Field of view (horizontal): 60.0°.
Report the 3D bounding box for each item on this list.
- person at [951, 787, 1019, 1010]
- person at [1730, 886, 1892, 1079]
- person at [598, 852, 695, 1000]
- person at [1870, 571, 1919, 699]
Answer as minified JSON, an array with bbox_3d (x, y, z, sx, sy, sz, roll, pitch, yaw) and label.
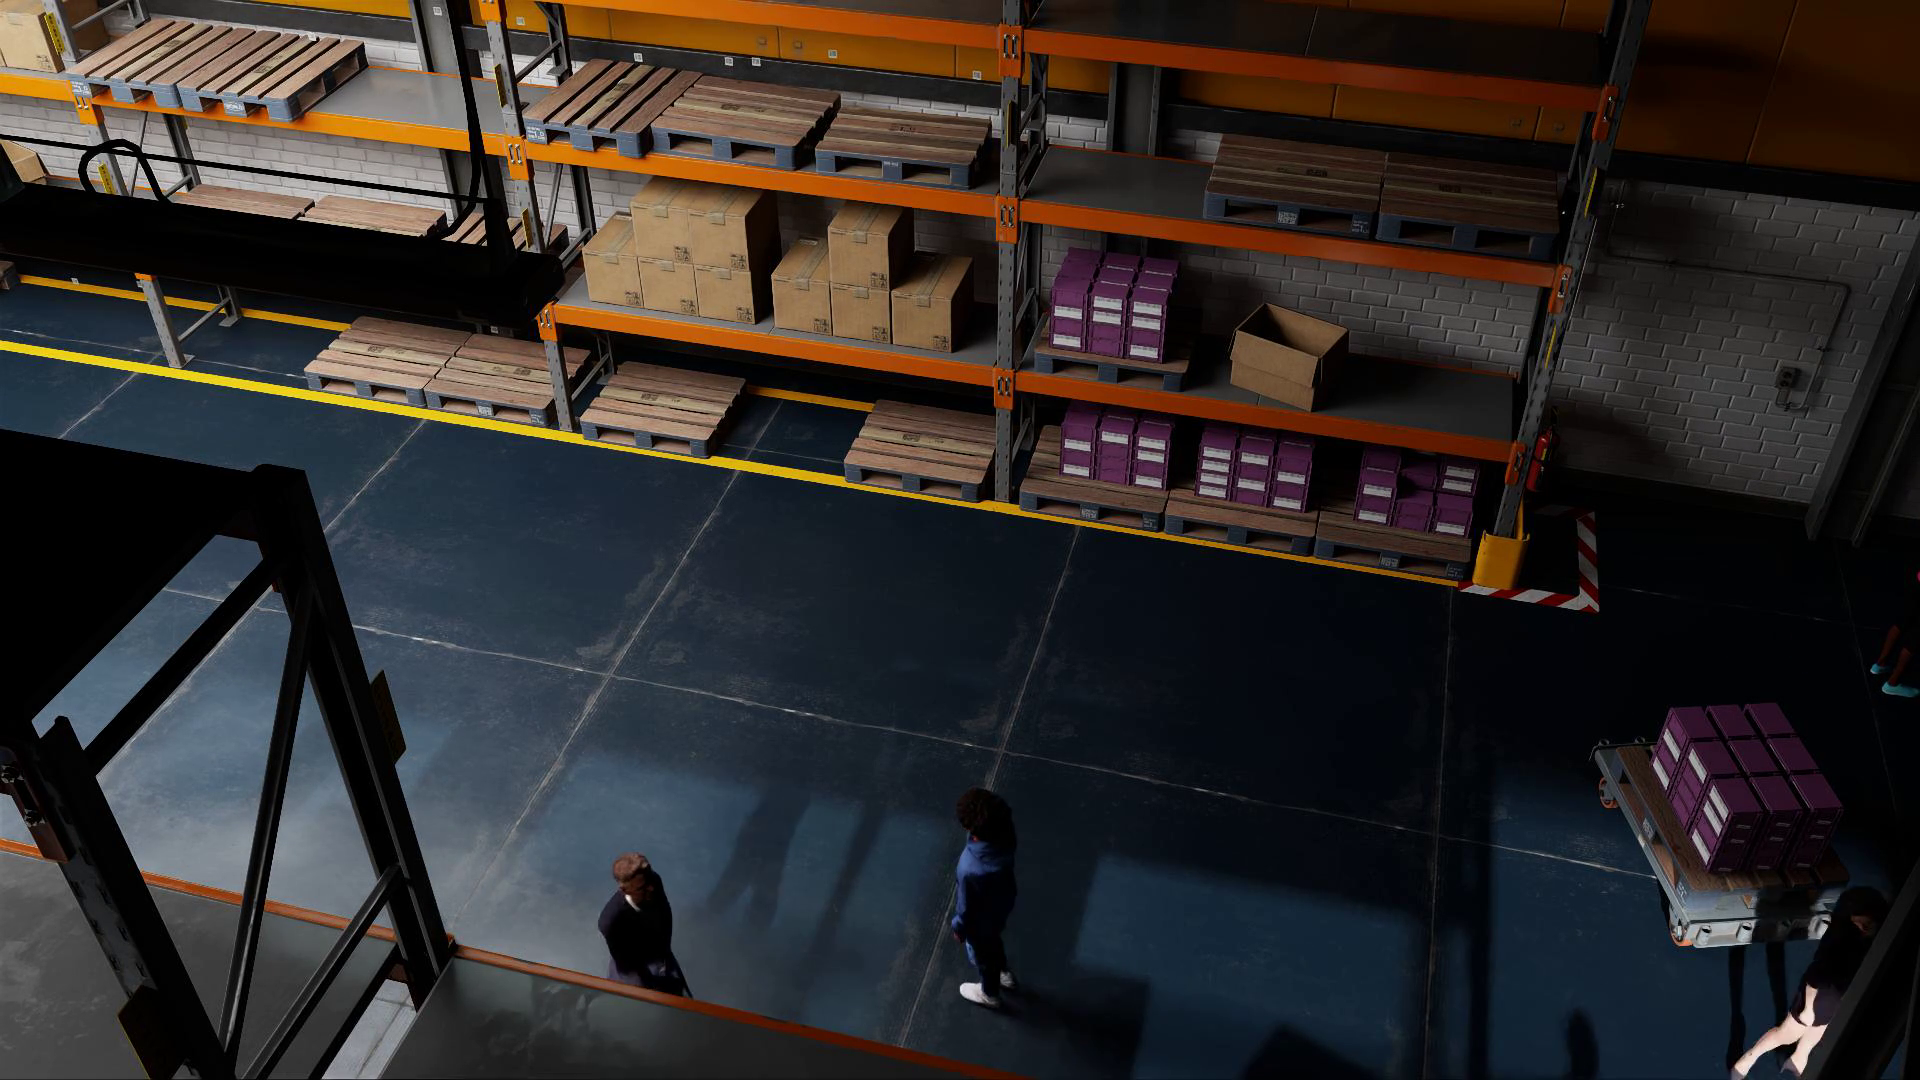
[{"bbox_3d":[0.220,2.105,9.525,0.713,1.797,0.759,19,42,22],"label":"person"},{"bbox_3d":[4.807,2.442,9.124,0.720,1.771,0.825,-25,45,-28],"label":"person"},{"bbox_3d":[-1.823,2.350,9.239,1.225,1.770,0.907,22,44,25],"label":"person"},{"bbox_3d":[6.875,0.366,11.761,0.596,1.724,0.591,3,39,3],"label":"person"}]
